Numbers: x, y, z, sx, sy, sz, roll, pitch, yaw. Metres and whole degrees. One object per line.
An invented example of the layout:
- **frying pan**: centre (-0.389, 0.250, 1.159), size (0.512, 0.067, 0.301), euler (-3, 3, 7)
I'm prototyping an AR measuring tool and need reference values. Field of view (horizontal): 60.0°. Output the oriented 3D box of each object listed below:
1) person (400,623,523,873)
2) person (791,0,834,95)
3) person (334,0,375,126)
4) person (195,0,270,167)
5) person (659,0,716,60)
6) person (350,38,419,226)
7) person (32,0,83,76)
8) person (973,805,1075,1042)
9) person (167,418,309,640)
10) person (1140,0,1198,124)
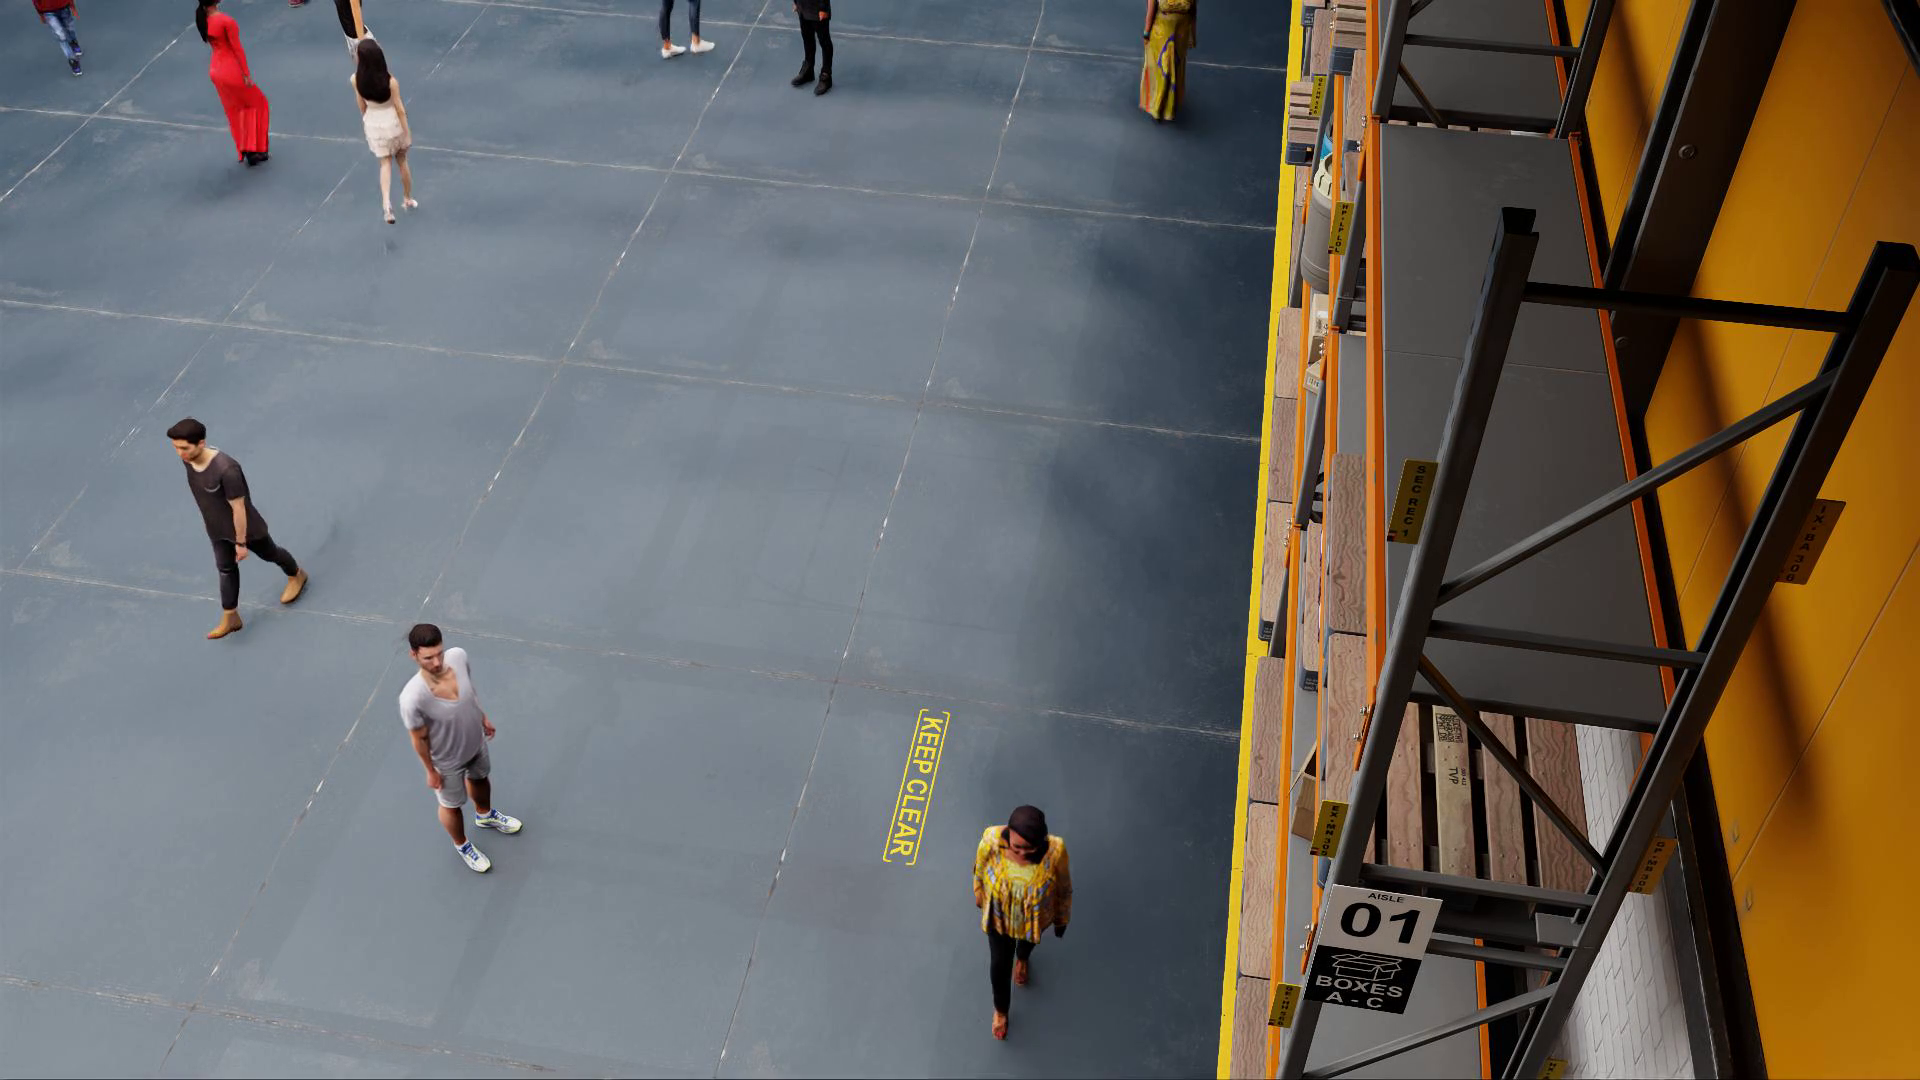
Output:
- **person**: centre (-2.897, 1.150, 9.515), size (0.799, 1.852, 0.610), euler (19, 47, 18)
- **person**: centre (-1.444, -5.295, 16.332), size (0.729, 1.781, 0.758), euler (29, 51, 27)
- **person**: centre (-5.658, -4.728, 15.693), size (0.705, 1.843, 0.644), euler (-26, 49, -25)
- **person**: centre (-6.721, -4.202, 15.199), size (0.669, 1.772, 0.751), euler (16, 46, 16)
- **person**: centre (-2.963, -5.688, 16.737), size (0.914, 1.791, 0.846), euler (-30, 51, -28)
- **person**: centre (-5.033, -3.506, 14.500), size (0.656, 1.717, 0.907), euler (2, 44, 2)
- **person**: centre (-9.182, -5.415, 16.852), size (0.862, 1.238, 0.917), euler (-27, 50, -25)
- **person**: centre (0.329, 1.881, 8.906), size (0.762, 1.634, 0.909), euler (1, 44, 1)
- **person**: centre (-4.750, -0.169, 11.032), size (0.793, 1.669, 1.114), euler (16, 46, 16)
- **person**: centre (1.983, -4.910, 16.035), size (0.996, 1.643, 1.130), euler (-14, 45, -14)
